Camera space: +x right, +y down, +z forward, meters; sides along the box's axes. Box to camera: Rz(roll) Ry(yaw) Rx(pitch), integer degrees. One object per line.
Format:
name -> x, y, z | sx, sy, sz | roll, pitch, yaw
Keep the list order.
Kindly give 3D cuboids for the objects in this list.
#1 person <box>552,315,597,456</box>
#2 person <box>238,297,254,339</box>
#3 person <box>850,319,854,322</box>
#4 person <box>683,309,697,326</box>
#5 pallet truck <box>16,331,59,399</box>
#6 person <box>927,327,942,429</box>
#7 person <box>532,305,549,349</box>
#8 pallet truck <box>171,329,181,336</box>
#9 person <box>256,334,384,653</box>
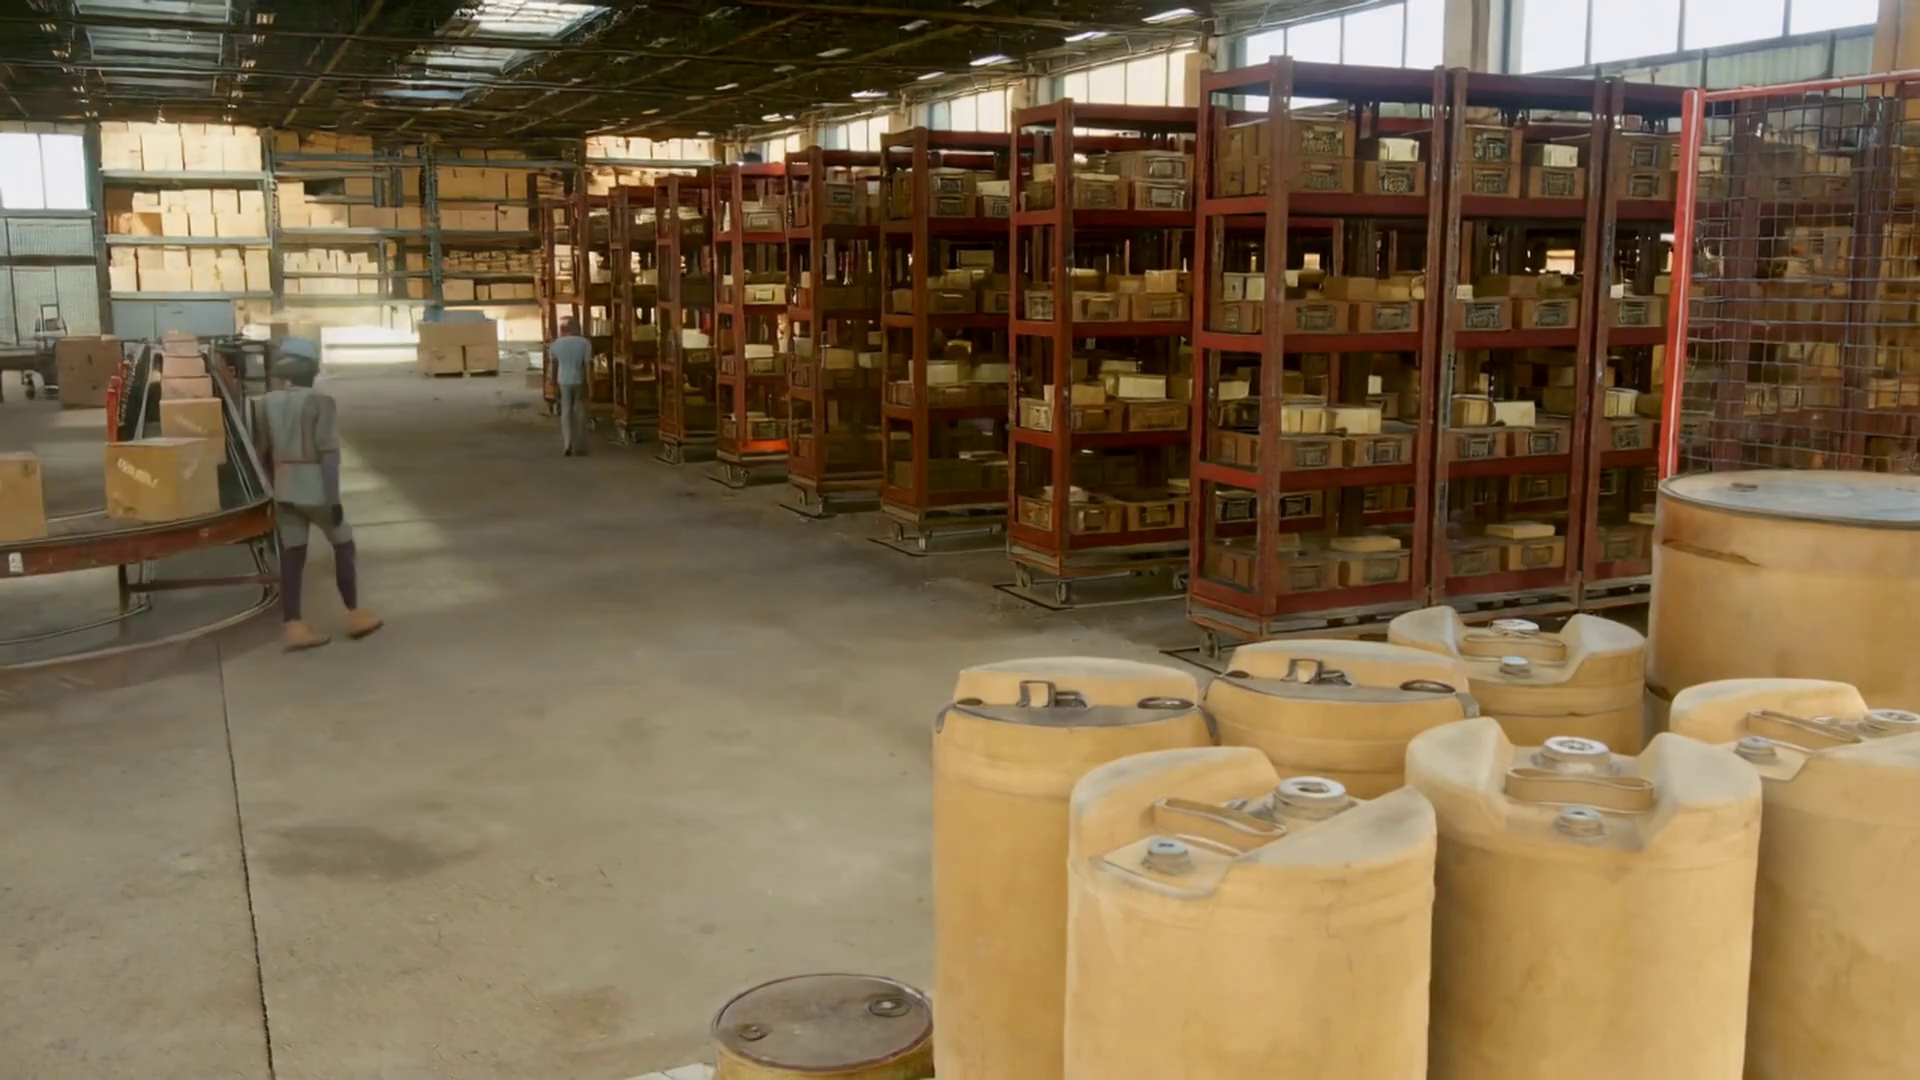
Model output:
person -> -5.065, -2.019, 21.821 | 0.571, 1.840, 0.373 | 2, 9, 12
person -> -18.270, -5.321, 42.551 | 0.311, 1.768, 0.524 | 3, 9, 15
person -> -3.338, -6.849, 52.565 | 0.613, 1.578, 0.872 | -8, 12, -40
person -> -6.953, -5.503, 42.969 | 0.625, 1.992, 0.386 | -1, 9, -7
pallet truck -> -17.082, -3.353, 31.781 | 1.630, 1.274, 0.653 | -4, 10, -25
person -> -0.253, -1.569, 19.141 | 0.585, 1.807, 0.645 | 0, 9, 1
person -> -12.632, -6.645, 50.197 | 0.616, 1.946, 0.392 | 2, 9, 12
pallet truck -> -17.275, -3.851, 35.096 | 1.601, 1.201, 0.680 | 0, 9, 1
person -> -4.118, -0.315, 10.739 | 0.637, 2.007, 0.846 | 4, 10, 21
